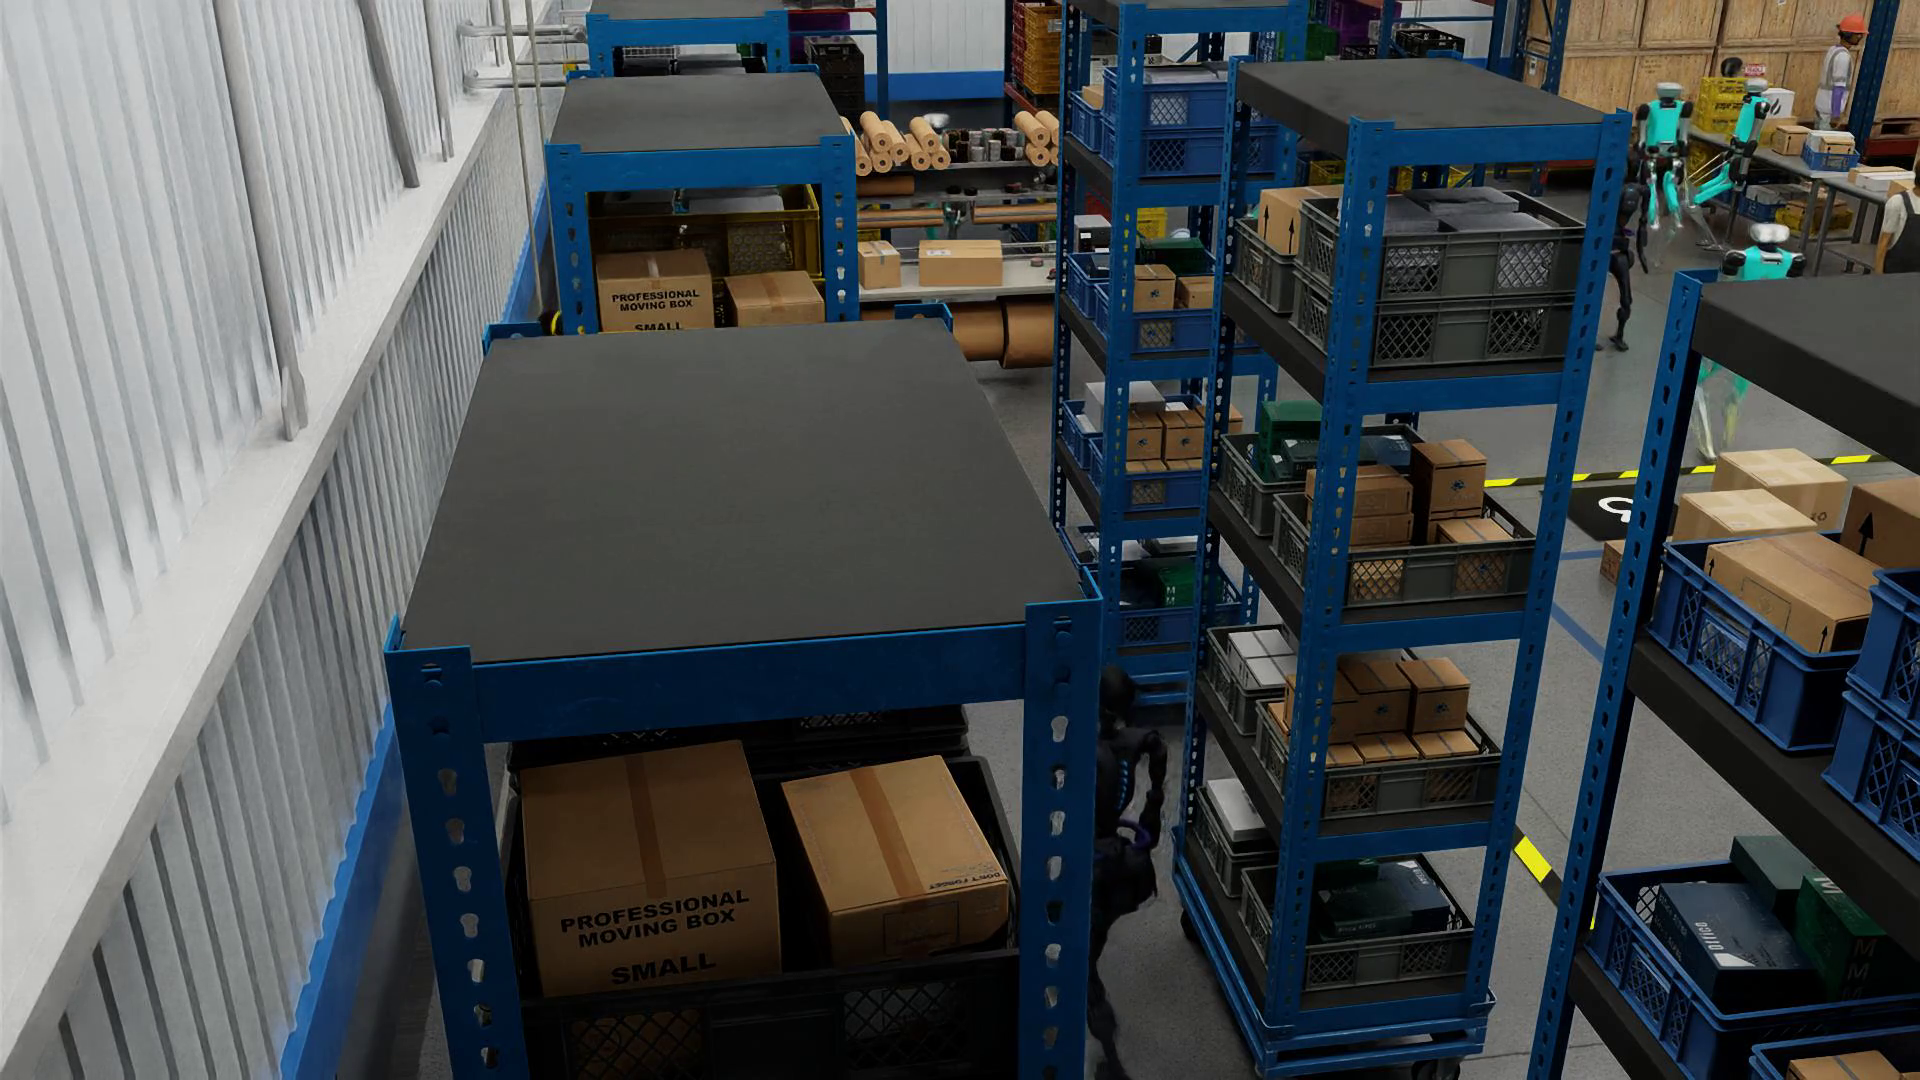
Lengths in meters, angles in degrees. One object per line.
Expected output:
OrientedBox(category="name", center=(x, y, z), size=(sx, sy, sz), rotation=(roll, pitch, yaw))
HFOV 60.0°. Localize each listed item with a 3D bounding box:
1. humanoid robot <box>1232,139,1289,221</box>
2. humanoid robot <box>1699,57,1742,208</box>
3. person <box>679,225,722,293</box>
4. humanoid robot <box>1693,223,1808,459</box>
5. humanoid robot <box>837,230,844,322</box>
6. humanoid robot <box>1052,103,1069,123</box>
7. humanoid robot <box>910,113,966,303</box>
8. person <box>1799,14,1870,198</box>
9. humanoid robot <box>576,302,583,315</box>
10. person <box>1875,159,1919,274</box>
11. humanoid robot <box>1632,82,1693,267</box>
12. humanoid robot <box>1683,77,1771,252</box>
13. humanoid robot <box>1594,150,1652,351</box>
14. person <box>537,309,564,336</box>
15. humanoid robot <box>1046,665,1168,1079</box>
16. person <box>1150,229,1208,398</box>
OrientedBox(category="humanoid robot", center=(2.706, -2.922, 14.904), size=(0.543, 1.772, 0.901), rotation=(7, 26, 15))
OrientedBox(category="humanoid robot", center=(8.535, -4.510, 18.441), size=(0.625, 1.636, 0.613), rotation=(-2, 25, -4))
OrientedBox(category="person", center=(-1.915, -2.061, 12.951), size=(0.561, 1.788, 0.789), rotation=(12, 27, 24))
OrientedBox(category="humanoid robot", center=(5.343, -1.313, 11.534), size=(0.540, 1.898, 0.725), rotation=(2, 25, 4))
OrientedBox(category="humanoid robot", center=(-1.127, -2.235, 13.471), size=(0.445, 1.650, 0.596), rotation=(-14, 28, -28))
OrientedBox(category="humanoid robot", center=(1.247, -4.322, 18.030), size=(0.774, 1.868, 0.540), rotation=(-6, 25, -13))
OrientedBox(category="humanoid robot", center=(-0.170, -3.112, 15.359), size=(0.530, 1.768, 0.996), rotation=(2, 25, 5))
OrientedBox(category="person", center=(9.886, -4.893, 18.816), size=(0.390, 2.040, 0.613), rotation=(7, 26, 14))
OrientedBox(category="humanoid robot", center=(-2.307, -1.243, 11.332), size=(0.609, 1.639, 0.410), rotation=(-5, 25, -11))
OrientedBox(category="person", center=(7.324, -2.074, 12.936), size=(0.507, 1.841, 0.351), rotation=(-6, 25, -13))
OrientedBox(category="humanoid robot", center=(6.827, -3.479, 16.136), size=(0.567, 1.805, 0.704), rotation=(0, 25, -1))
OrientedBox(category="humanoid robot", center=(7.497, -3.713, 16.452), size=(0.735, 1.677, 0.533), rotation=(3, 25, 7))
OrientedBox(category="humanoid robot", center=(5.425, -2.394, 13.806), size=(0.598, 1.648, 0.356), rotation=(-6, 25, -12))
OrientedBox(category="person", center=(-2.128, -0.374, 9.217), size=(0.409, 1.874, 0.531), rotation=(2, 25, 5))
OrientedBox(category="humanoid robot", center=(0.470, 1.196, 6.072), size=(0.603, 1.629, 0.787), rotation=(-12, 27, -25))
OrientedBox(category="person", center=(1.391, -1.113, 10.824), size=(0.589, 1.851, 0.401), rotation=(-3, 25, -7))
